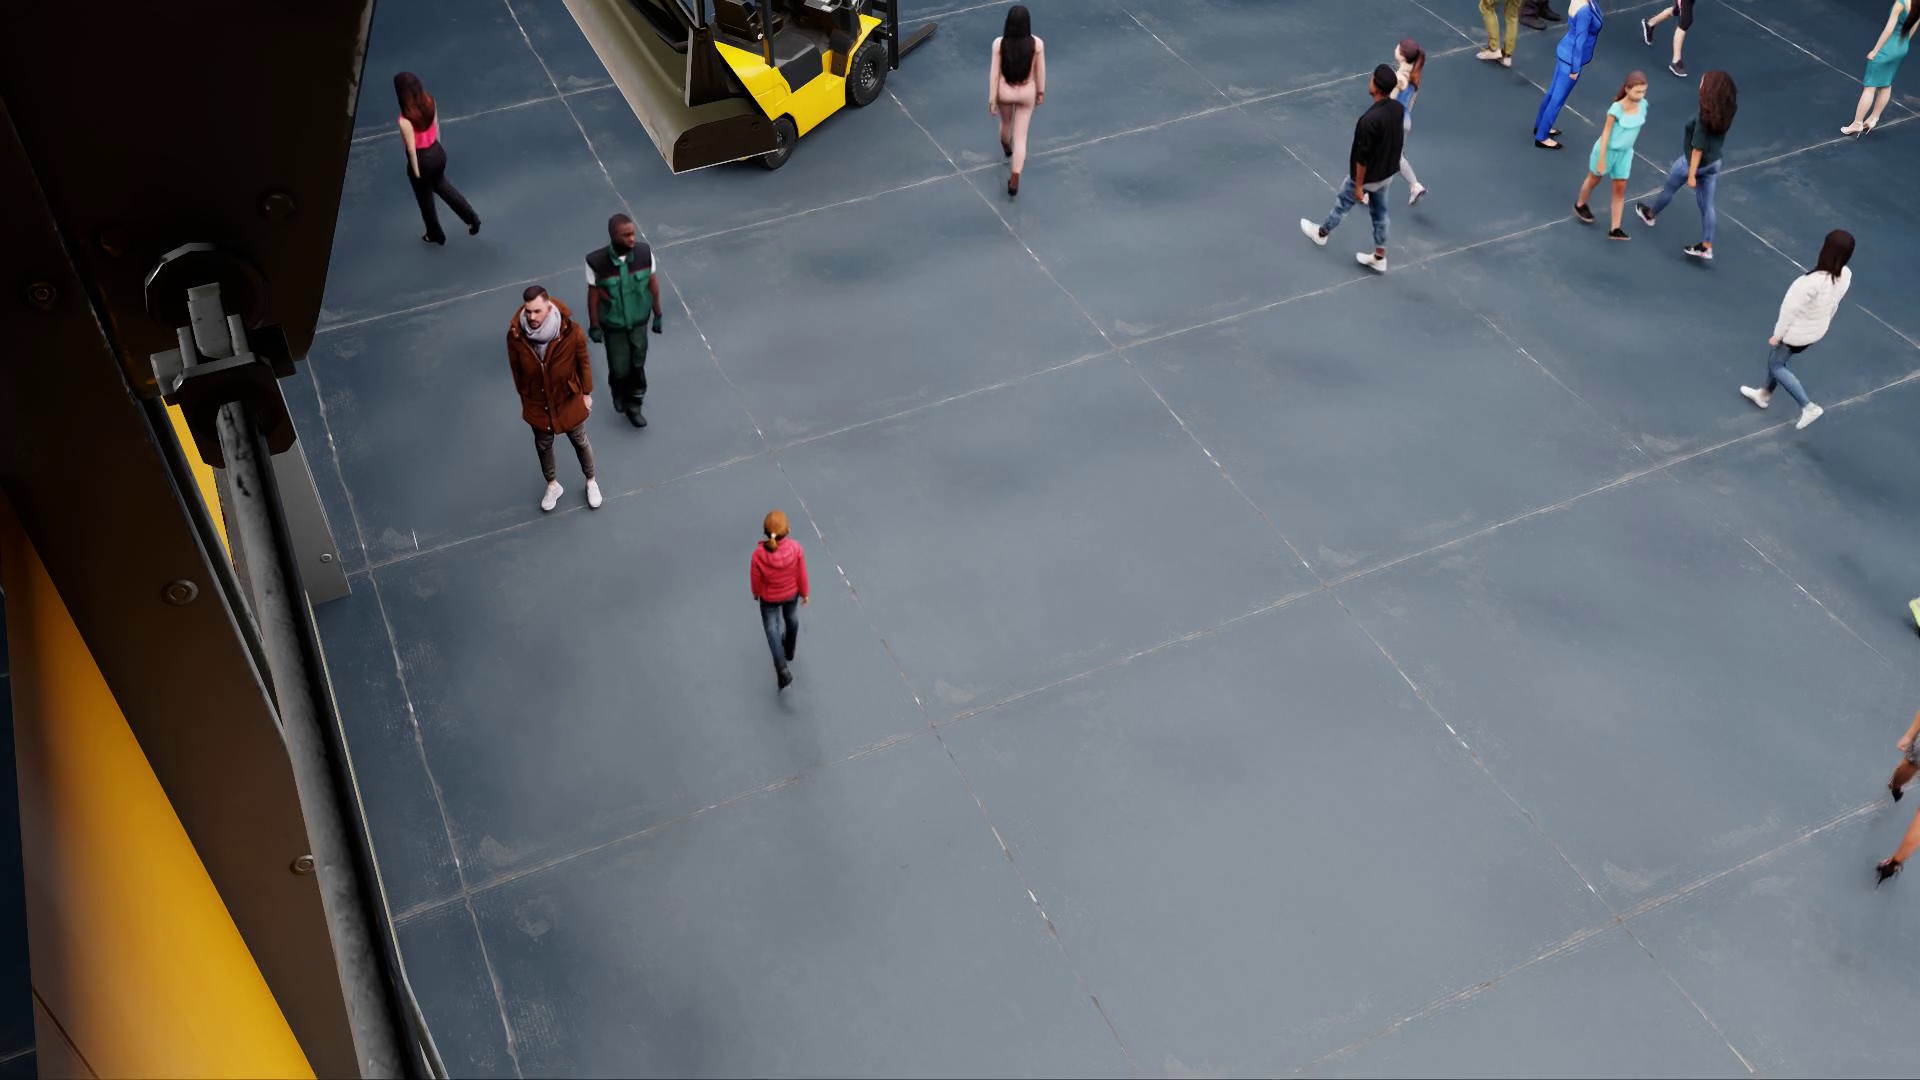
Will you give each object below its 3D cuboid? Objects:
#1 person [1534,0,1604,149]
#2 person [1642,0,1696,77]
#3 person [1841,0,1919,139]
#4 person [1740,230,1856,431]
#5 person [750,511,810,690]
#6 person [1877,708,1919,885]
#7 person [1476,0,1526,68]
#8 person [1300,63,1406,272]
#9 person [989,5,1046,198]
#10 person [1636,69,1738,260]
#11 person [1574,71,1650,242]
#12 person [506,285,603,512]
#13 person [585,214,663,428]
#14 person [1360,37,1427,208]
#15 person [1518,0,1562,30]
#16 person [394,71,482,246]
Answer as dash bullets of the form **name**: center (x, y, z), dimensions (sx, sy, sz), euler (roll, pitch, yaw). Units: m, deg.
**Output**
- **person**: center (5.613, -4.434, 15.344), dimensions (0.771, 1.698, 0.677), euler (7, 44, 7)
- **person**: center (7.216, -5.579, 16.503), dimensions (0.735, 1.756, 1.161), euler (-11, 45, -12)
- **person**: center (8.656, -4.543, 15.466), dimensions (0.556, 1.687, 0.504), euler (-14, 45, -15)
- **person**: center (6.306, -1.529, 12.355), dimensions (0.703, 1.614, 0.961), euler (-24, 48, -23)
- **person**: center (-1.136, 0.391, 10.566), dimensions (0.563, 1.302, 0.820), euler (-12, 45, -12)
- **person**: center (5.509, 1.258, 9.313), dimensions (1.122, 1.775, 1.052), euler (24, 49, 23)
- **person**: center (5.513, -5.531, 16.431), dimensions (0.726, 1.786, 0.693), euler (-24, 49, -23)
- **person**: center (3.505, -3.032, 13.818), dimensions (0.879, 1.773, 1.169), euler (-30, 51, -28)
- **person**: center (0.499, -3.859, 14.756), dimensions (0.979, 1.676, 1.232), euler (1, 44, 1)
- **person**: center (6.310, -3.125, 14.072), dimensions (0.659, 1.557, 1.137), euler (-26, 49, -25)
- **person**: center (5.604, -3.389, 14.378), dimensions (0.682, 1.516, 1.040), euler (-11, 45, -11)
- **person**: center (-2.839, -0.995, 11.631), dimensions (0.805, 1.839, 0.822), euler (-4, 44, -4)
- **person**: center (-2.517, -1.667, 12.351), dimensions (0.741, 1.819, 0.716), euler (-19, 47, -19)
- **person**: center (3.853, -3.595, 14.538), dimensions (0.976, 1.594, 0.756), euler (34, 53, 31)
- **person**: center (6.131, -6.183, 17.098), dimensions (0.774, 1.810, 0.784), euler (28, 50, 26)
- **person**: center (-4.452, -3.199, 14.085), dimensions (0.933, 1.646, 0.859), euler (17, 46, 17)
